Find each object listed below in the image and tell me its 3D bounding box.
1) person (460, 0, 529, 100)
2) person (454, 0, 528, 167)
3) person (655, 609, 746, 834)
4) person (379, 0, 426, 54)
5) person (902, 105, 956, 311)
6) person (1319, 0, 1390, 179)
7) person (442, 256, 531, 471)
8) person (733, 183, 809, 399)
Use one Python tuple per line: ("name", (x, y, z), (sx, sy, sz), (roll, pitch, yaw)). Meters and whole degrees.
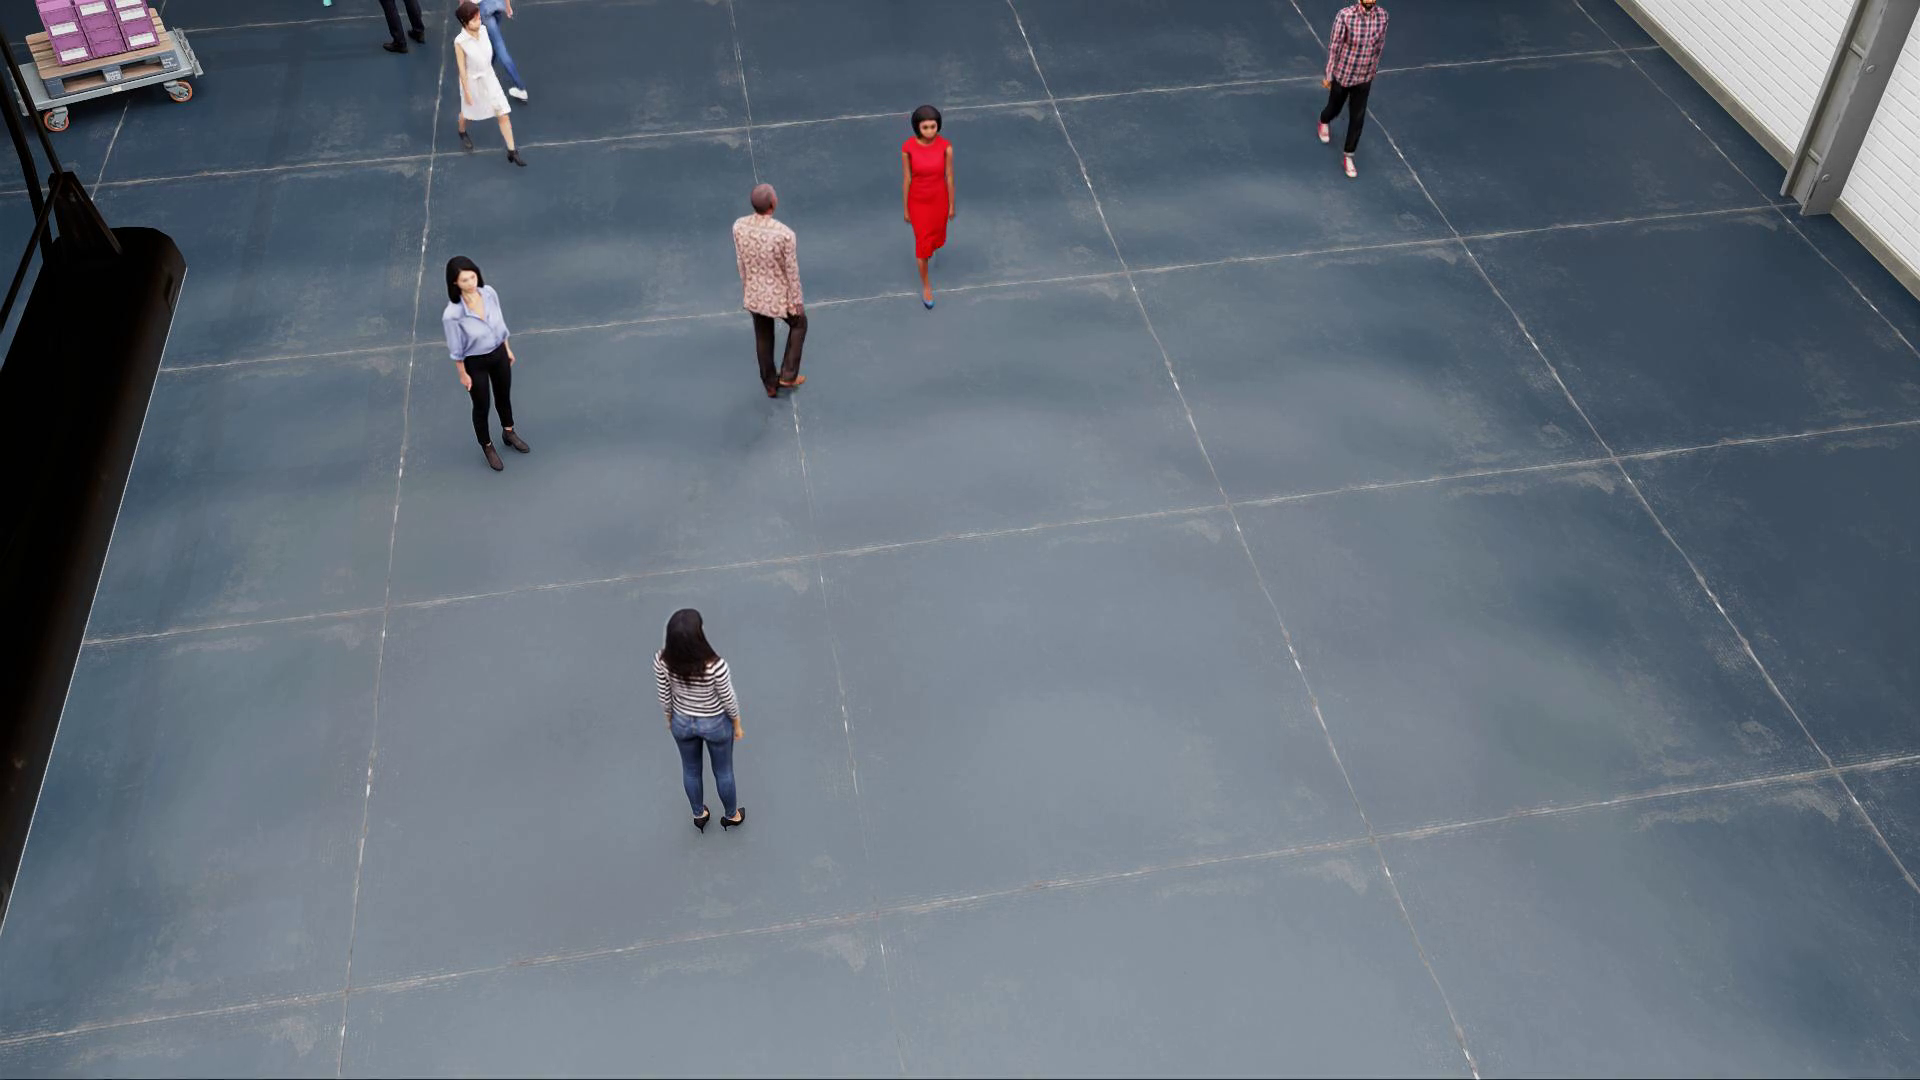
("person", (-4.438, -5.009, 15.861), (1.163, 1.672, 1.084), (28, 50, 26))
("person", (-4.412, -4.130, 15.057), (1.073, 1.508, 1.029), (26, 49, 25))
("person", (-1.461, 1.053, 9.408), (0.630, 1.797, 0.581), (6, 44, 6))
("person", (-5.711, -5.785, 16.553), (0.862, 1.841, 0.787), (23, 48, 23))
("person", (-0.261, -2.751, 13.452), (0.598, 1.726, 0.934), (-4, 44, -5))
("person", (3.514, -4.238, 15.003), (0.758, 1.739, 1.079), (-3, 44, -4))
("person", (-3.398, -1.278, 11.893), (0.777, 1.743, 0.733), (29, 51, 27))
("person", (-1.438, -1.789, 12.392), (0.825, 1.794, 0.827), (15, 46, 15))
